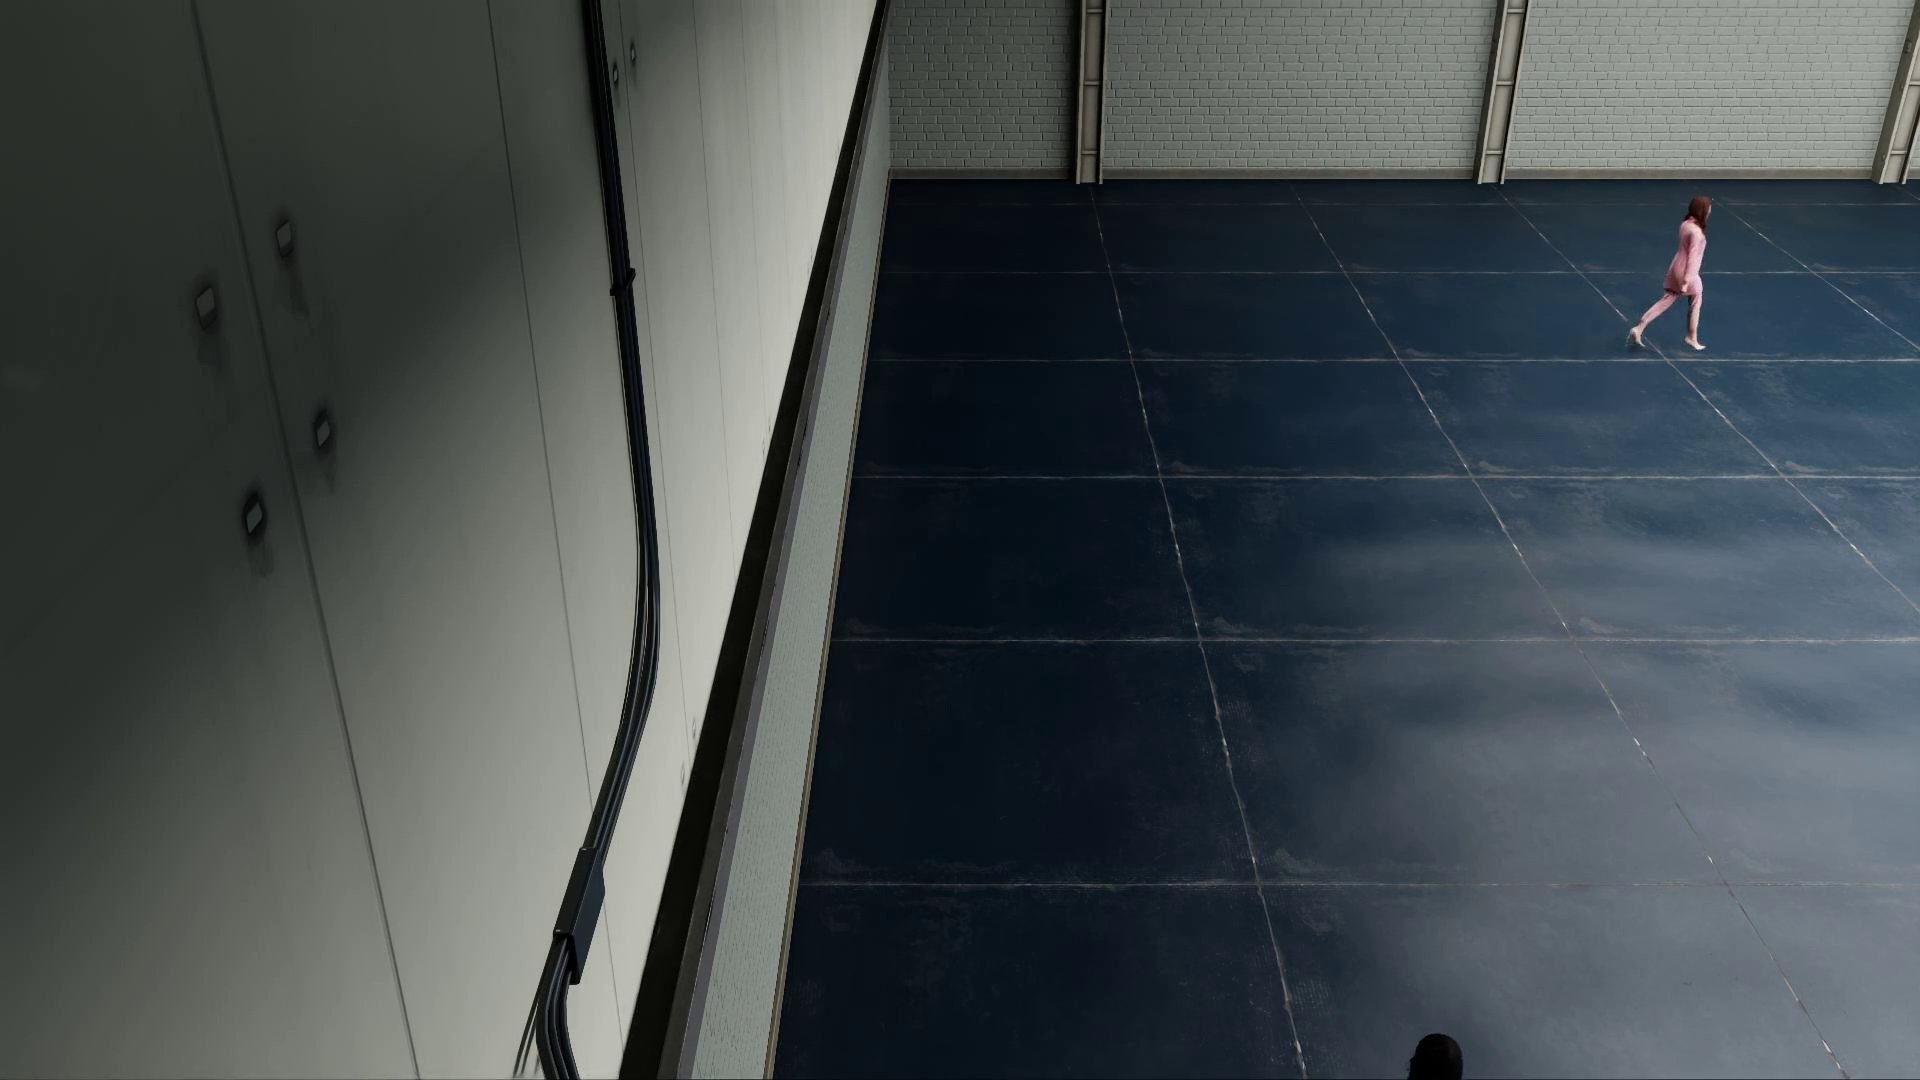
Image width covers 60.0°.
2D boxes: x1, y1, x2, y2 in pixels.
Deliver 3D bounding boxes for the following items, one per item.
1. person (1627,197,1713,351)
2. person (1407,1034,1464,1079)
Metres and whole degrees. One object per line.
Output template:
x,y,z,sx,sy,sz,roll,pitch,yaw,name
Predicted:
7.932,-2.920,18.457,1.115,1.759,0.647,-2,28,-3,person
2.072,2.897,7.519,0.722,1.773,0.719,-7,29,-13,person
